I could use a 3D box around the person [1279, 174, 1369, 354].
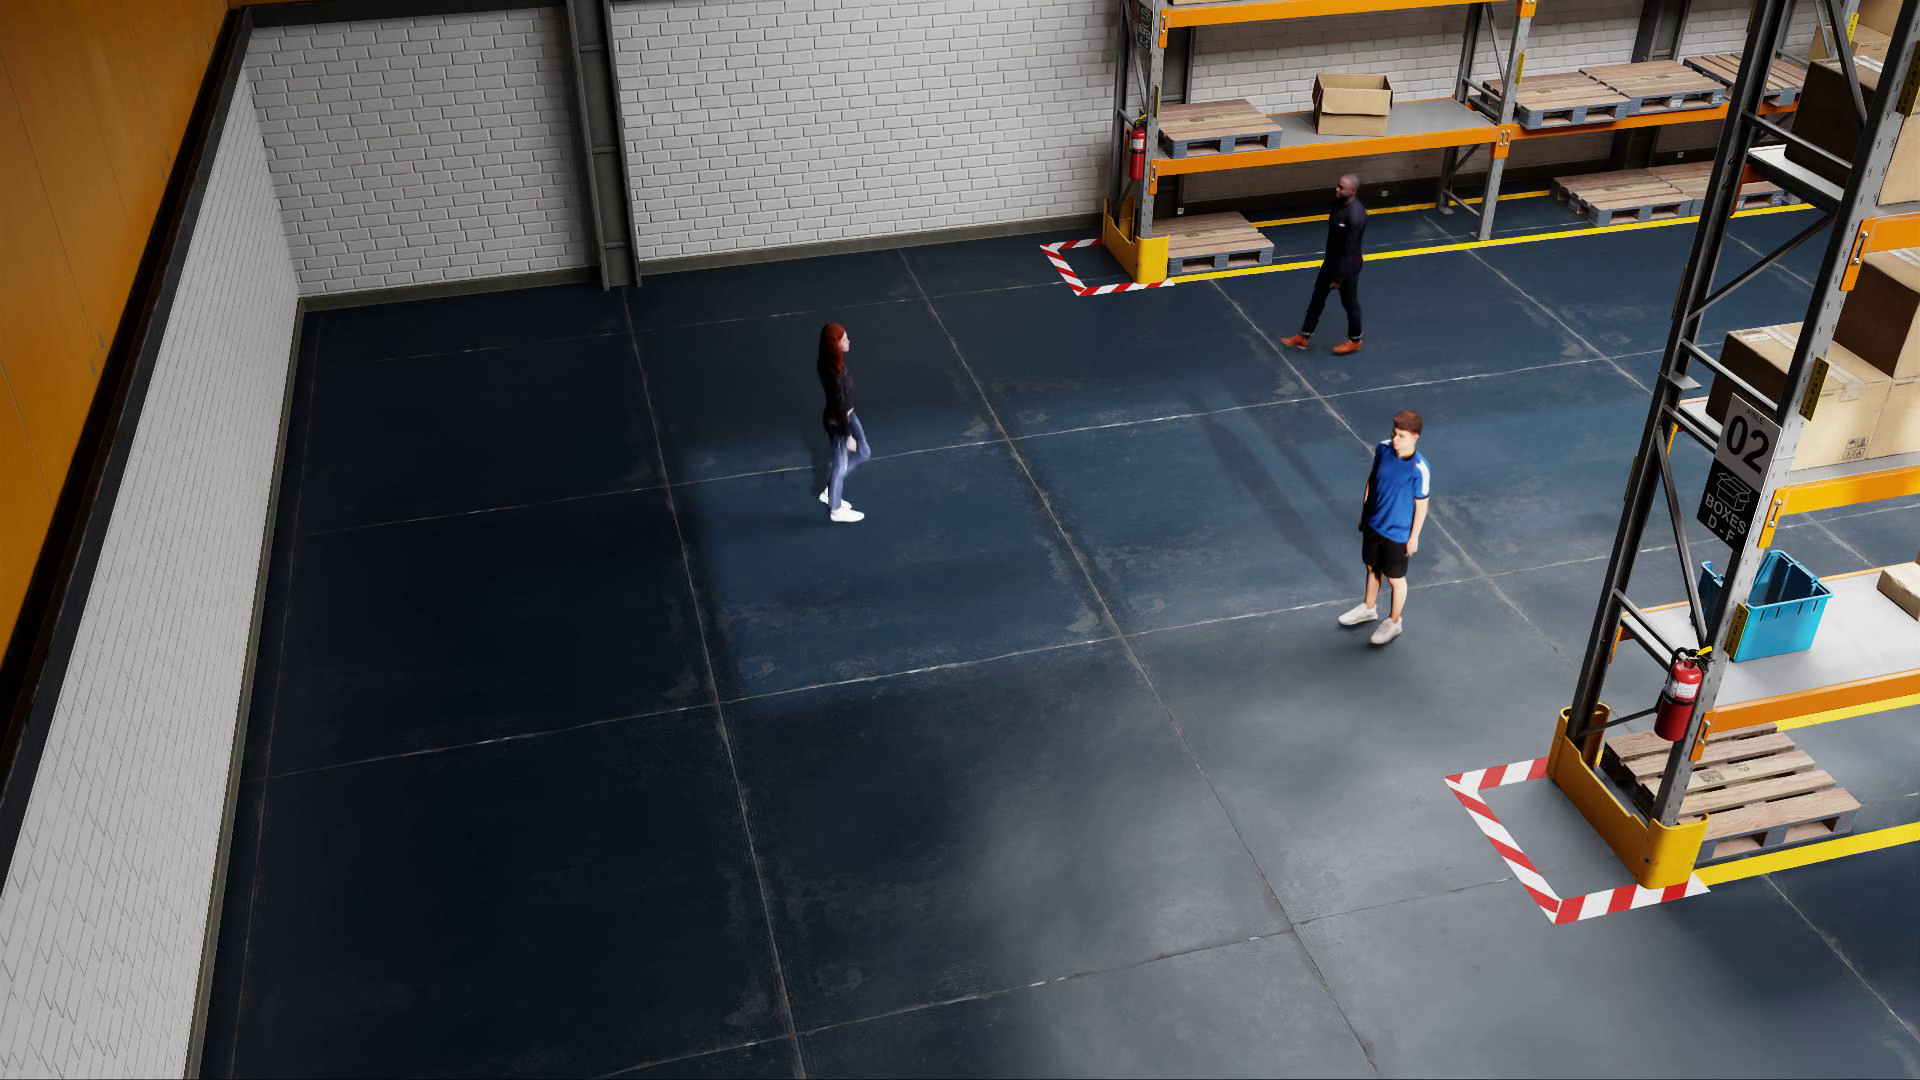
[{"bbox_3d":[3.670,-2.572,15.622,0.994,1.785,0.704,-8,34,-12],"label":"person"}]

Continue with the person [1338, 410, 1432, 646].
[{"bbox_3d":[3.087,-0.112,11.846,0.705,1.866,0.736,-22,39,-29],"label":"person"}]

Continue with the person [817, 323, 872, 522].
[{"bbox_3d":[-1.031,-0.891,13.104,0.752,1.771,0.686,3,34,4],"label":"person"}]
